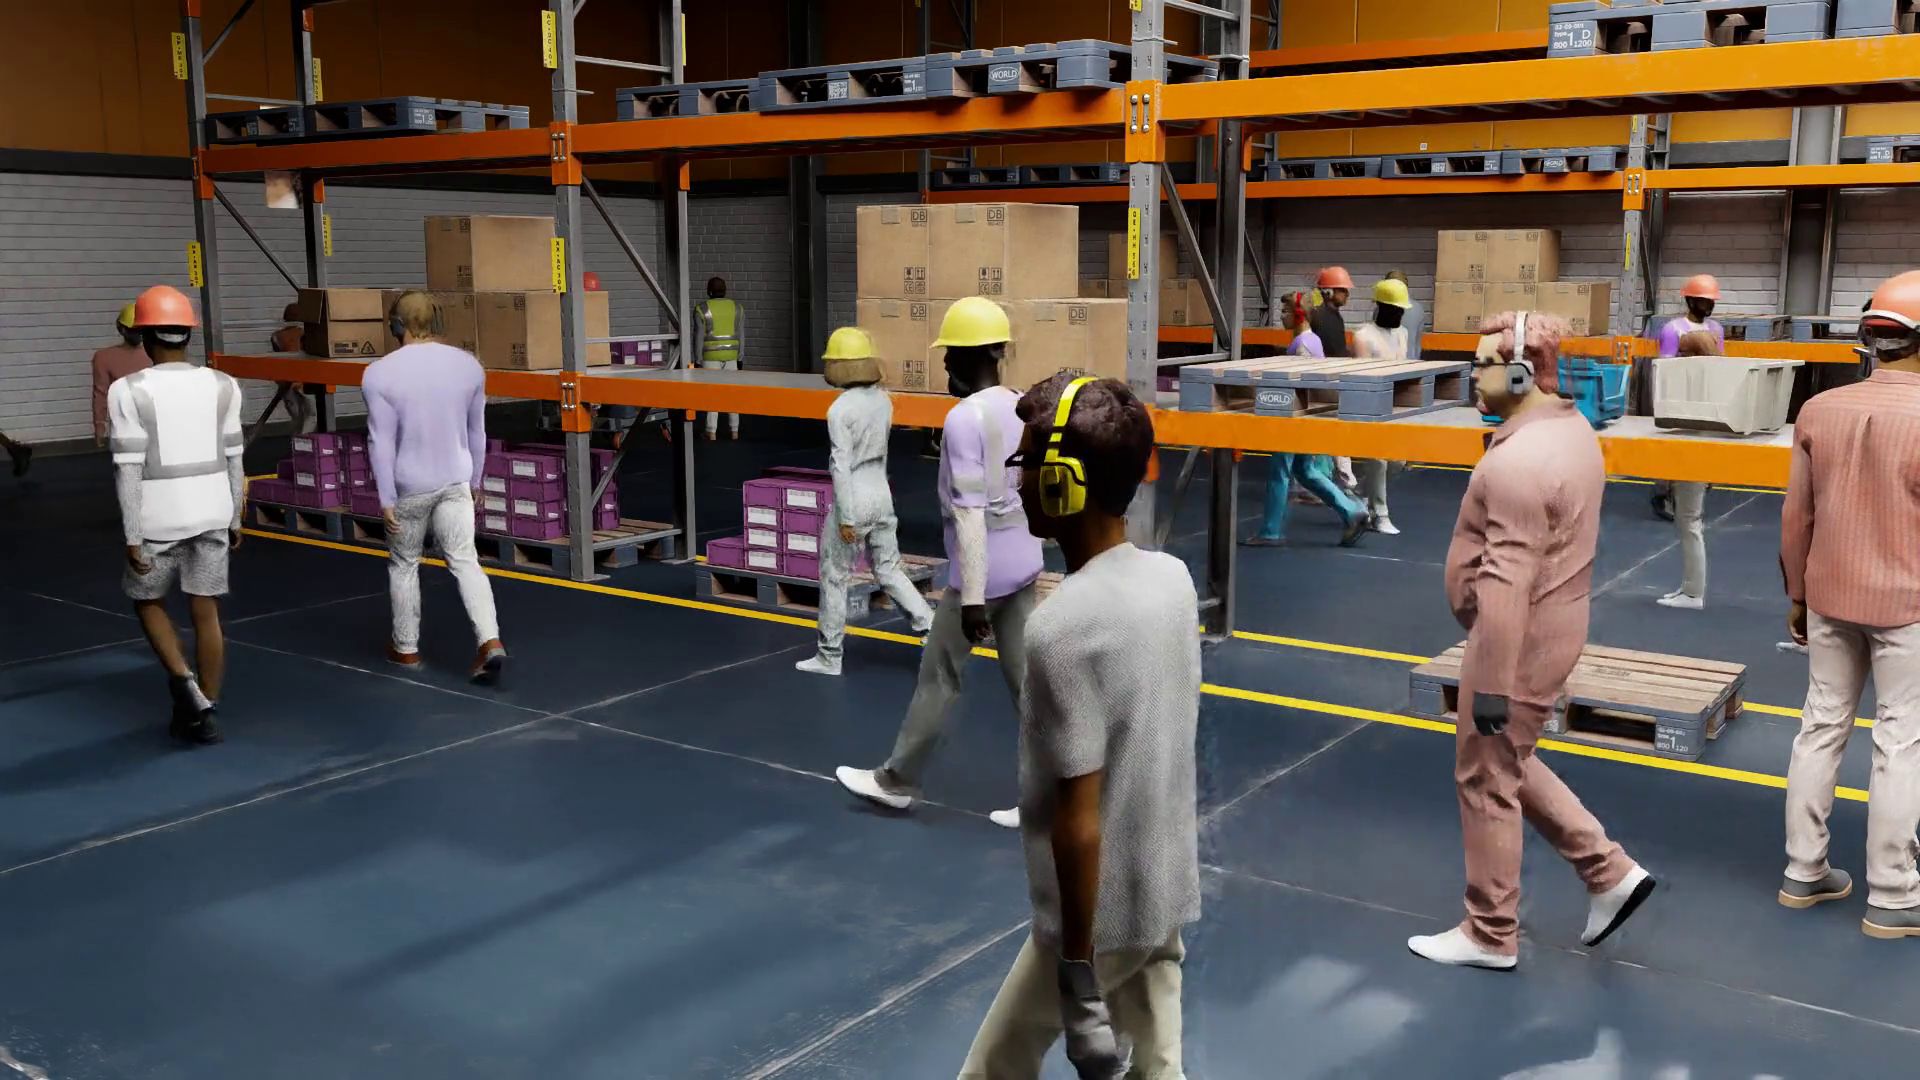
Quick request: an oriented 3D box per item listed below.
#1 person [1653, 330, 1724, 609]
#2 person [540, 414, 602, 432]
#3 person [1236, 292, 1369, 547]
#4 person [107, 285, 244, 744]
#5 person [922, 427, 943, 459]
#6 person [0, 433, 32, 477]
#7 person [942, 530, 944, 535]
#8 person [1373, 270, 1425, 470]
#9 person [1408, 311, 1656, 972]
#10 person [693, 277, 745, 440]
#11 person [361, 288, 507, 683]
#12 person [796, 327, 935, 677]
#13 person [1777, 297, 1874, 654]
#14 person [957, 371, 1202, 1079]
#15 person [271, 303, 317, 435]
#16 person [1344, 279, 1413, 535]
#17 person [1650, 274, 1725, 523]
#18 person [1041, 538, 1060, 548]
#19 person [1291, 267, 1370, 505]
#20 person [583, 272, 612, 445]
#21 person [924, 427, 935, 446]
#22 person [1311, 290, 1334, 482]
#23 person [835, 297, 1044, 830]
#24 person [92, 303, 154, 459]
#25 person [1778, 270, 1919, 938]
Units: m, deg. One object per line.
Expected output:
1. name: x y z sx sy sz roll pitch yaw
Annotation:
1. person: 4.246 -0.407 9.699 0.333 1.630 0.520 9 13 42
2. person: -4.560 -2.175 19.660 1.039 1.826 0.646 3 10 17
3. person: 2.429 -0.831 11.666 0.848 1.817 0.576 2 10 14
4. person: -3.250 -0.093 6.934 0.411 1.919 0.553 9 13 44
5. person: -0.205 -1.786 16.936 0.438 1.950 0.601 5 11 27
6. person: -8.884 -1.431 14.936 0.550 1.921 0.770 7 12 34
7. person: 0.071 -1.041 12.241 0.539 2.000 0.688 4 10 25
8. person: 4.167 -1.611 15.945 0.628 1.936 0.375 -7 12 -34
9. person: 1.622 0.308 4.657 0.543 1.886 0.662 6 11 32
10. person: -2.738 -2.050 18.840 0.629 1.843 0.429 -6 11 -31
11. person: -2.527 -0.258 8.014 0.633 1.906 0.951 -8 12 -39
12. person: -0.417 -0.164 7.987 0.785 1.713 0.486 7 12 35
13. person: 4.651 -0.276 8.201 0.937 1.880 0.593 6 11 33
14. person: 0.153 0.633 2.880 0.852 1.838 0.522 7 12 38
15. person: -6.490 -1.509 16.292 0.518 1.620 0.564 0 10 2
16. person: 3.076 -0.977 12.301 0.597 1.892 0.568 -7 12 -35
17. person: 5.620 -1.066 12.761 0.553 1.922 0.419 -5 11 -25
18. person: 0.756 -0.827 11.660 0.539 1.815 0.630 -4 10 -21
19. person: 3.142 -1.239 13.635 0.905 1.960 0.647 5 11 26
20. person: -3.439 -1.536 15.544 0.630 1.915 0.565 5 11 30
21. person: -0.237 -1.940 18.032 0.401 1.899 0.635 1 10 4
22. person: 3.248 -1.373 15.035 0.311 1.768 0.532 5 11 27
23. person: -0.006 0.092 5.921 0.943 1.885 0.618 5 11 29
24. person: -5.824 -0.813 11.792 0.567 1.734 0.549 -5 11 -27
25. person: 2.792 0.193 5.027 0.390 1.991 0.624 -5 11 -27
